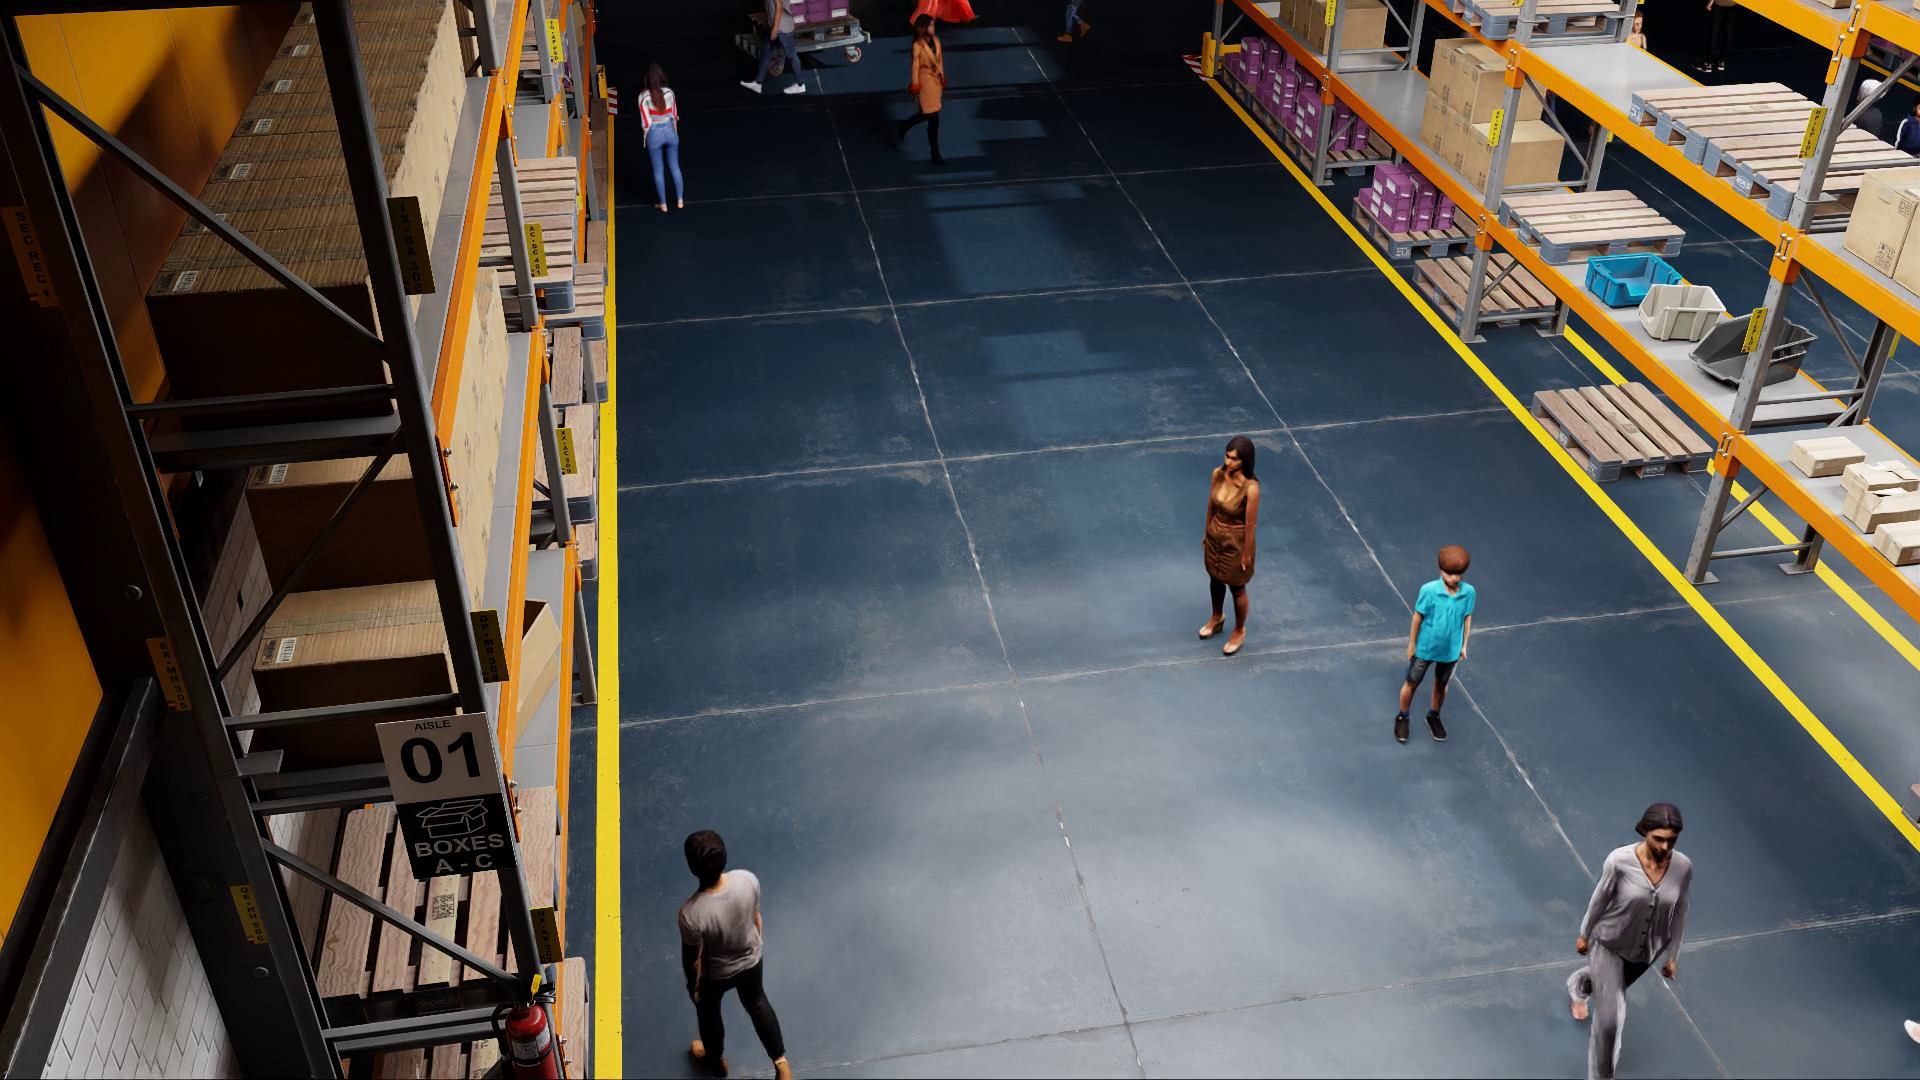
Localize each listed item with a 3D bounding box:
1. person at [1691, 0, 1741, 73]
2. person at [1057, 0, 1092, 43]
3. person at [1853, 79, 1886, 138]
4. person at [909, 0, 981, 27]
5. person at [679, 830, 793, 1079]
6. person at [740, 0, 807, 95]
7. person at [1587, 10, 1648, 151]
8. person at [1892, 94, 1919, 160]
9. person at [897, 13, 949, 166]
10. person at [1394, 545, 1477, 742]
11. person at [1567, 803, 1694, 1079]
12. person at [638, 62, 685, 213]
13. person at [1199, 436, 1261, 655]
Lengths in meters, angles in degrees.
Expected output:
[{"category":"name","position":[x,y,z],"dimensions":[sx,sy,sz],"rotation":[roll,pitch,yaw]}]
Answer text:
[{"category":"person","position":[10.094,-7.116,21.884],"dimensions":[0.691,1.850,0.612],"rotation":[-11,35,-15]},{"category":"person","position":[1.611,-7.534,23.064],"dimensions":[0.657,1.240,0.678],"rotation":[2,34,4]},{"category":"person","position":[8.729,-3.553,16.075],"dimensions":[0.980,1.749,1.175],"rotation":[-18,38,-25]},{"category":"person","position":[-0.402,-7.967,23.251],"dimensions":[0.814,1.754,1.218],"rotation":[-1,34,-1]},{"category":"person","position":[-1.114,2.087,8.157],"dimensions":[0.845,1.719,0.998],"rotation":[-23,40,-30]},{"category":"person","position":[-2.190,-6.536,21.006],"dimensions":[0.898,1.856,1.067],"rotation":[-13,36,-19]},{"category":"person","position":[7.739,-5.433,19.600],"dimensions":[0.899,1.576,1.171],"rotation":[-22,39,-29]},{"category":"person","position":[10.379,-4.287,18.197],"dimensions":[0.563,1.220,0.553],"rotation":[3,34,4]},{"category":"person","position":[-0.448,-5.183,19.113],"dimensions":[1.166,1.698,1.064],"rotation":[26,42,34]},{"category":"person","position":[3.037,0.645,10.571],"dimensions":[0.551,1.449,0.513],"rotation":[0,34,0]},{"category":"person","position":[3.316,1.960,8.337],"dimensions":[0.748,1.732,1.136],"rotation":[1,34,1]},{"category":"person","position":[-3.226,-4.354,17.943],"dimensions":[0.647,1.612,0.613],"rotation":[-18,37,-24]},{"category":"person","position":[1.833,0.029,11.285],"dimensions":[0.697,1.683,0.590],"rotation":[-24,40,-31]}]
